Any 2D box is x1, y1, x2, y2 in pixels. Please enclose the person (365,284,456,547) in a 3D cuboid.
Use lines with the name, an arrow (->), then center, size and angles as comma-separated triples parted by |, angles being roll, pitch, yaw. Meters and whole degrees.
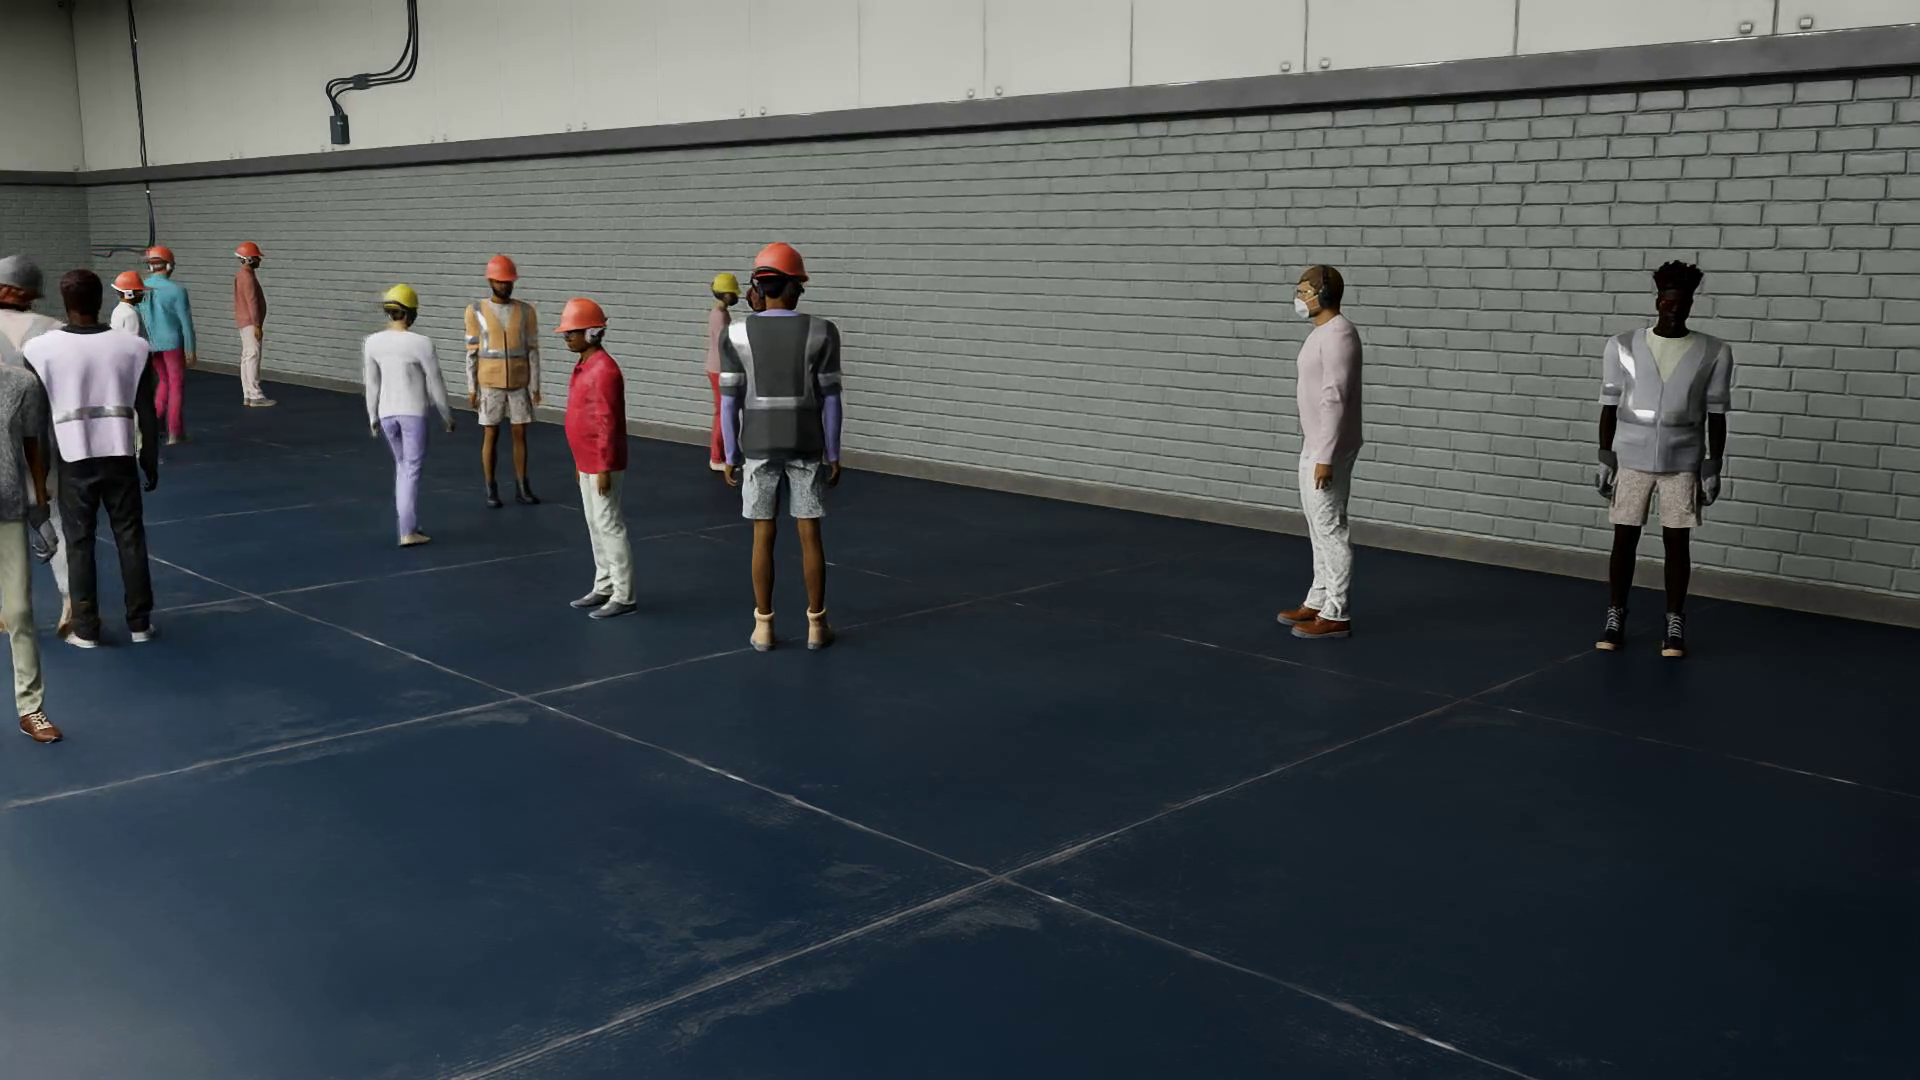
person -> -3.679, -0.844, 11.248 | 0.538, 1.751, 0.607 | 3, 11, 18

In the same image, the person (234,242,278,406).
person -> -8.632, -2.628, 20.298 | 0.379, 1.996, 0.608 | -7, 13, -34

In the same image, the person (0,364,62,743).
person -> -3.929, -0.070, 6.708 | 0.514, 1.867, 0.328 | -9, 14, -40

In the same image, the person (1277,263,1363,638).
person -> 1.893, -0.459, 8.651 | 0.383, 1.933, 0.633 | 1, 10, 3

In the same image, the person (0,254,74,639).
person -> -4.809, -0.501, 8.573 | 0.688, 2.000, 0.908 | -7, 13, -35

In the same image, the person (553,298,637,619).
person -> -2.012, -0.446, 9.102 | 0.360, 1.742, 0.559 | -6, 12, -28

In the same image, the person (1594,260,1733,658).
person -> 3.464, -0.395, 8.236 | 0.604, 1.959, 0.375 | 5, 11, 24

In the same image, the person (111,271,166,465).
person -> -7.518, -1.566, 15.166 | 0.341, 1.752, 0.563 | -8, 13, -37

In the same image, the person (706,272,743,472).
person -> -2.069, -1.471, 14.652 | 0.340, 1.752, 0.548 | -2, 11, -11

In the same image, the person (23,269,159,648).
person -> -4.360, -0.403, 8.415 | 0.599, 1.909, 0.400 | -8, 13, -39

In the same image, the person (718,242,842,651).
person -> -0.892, -0.457, 8.339 | 0.609, 2.040, 0.394 | -1, 10, -3

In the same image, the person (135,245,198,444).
person -> -7.908, -1.945, 16.624 | 0.657, 1.970, 0.441 | 2, 11, 12

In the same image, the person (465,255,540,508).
person -> -3.481, -1.206, 12.743 | 0.550, 1.929, 0.394 | -5, 12, -27
